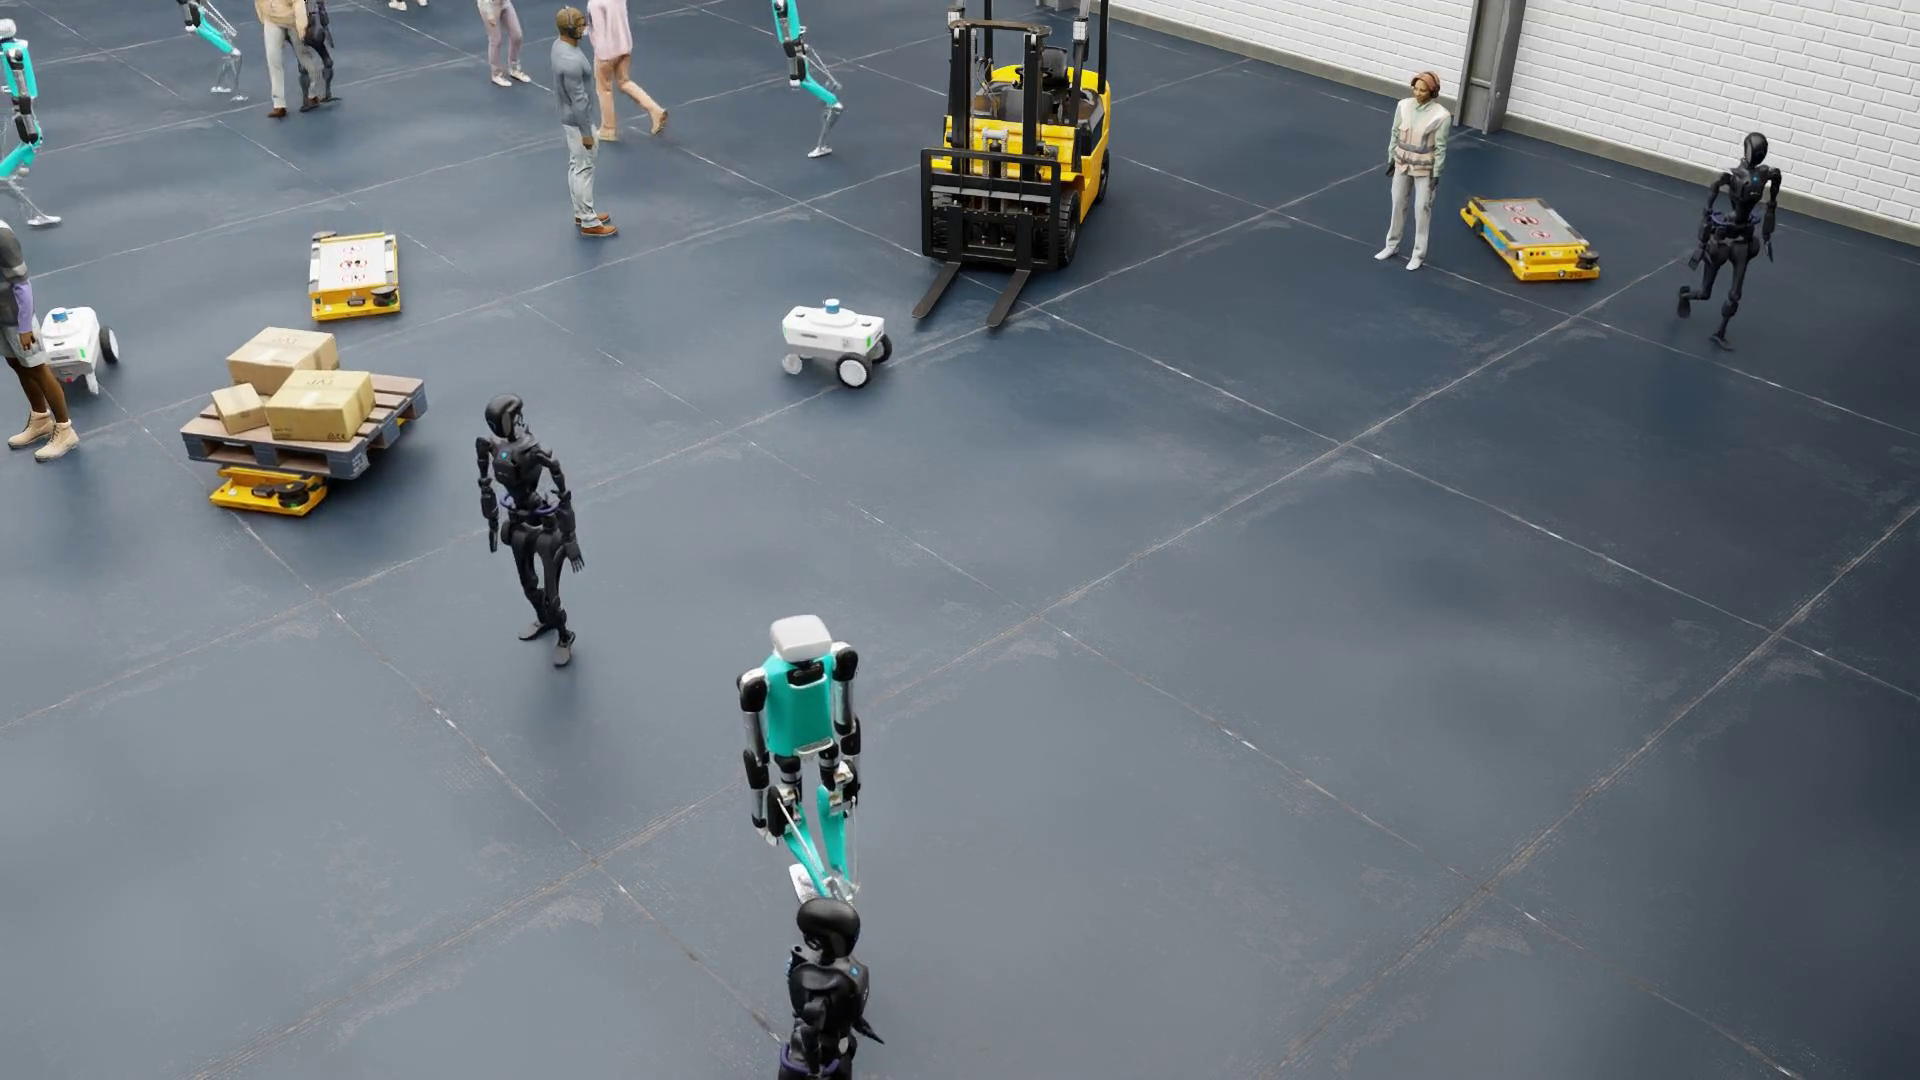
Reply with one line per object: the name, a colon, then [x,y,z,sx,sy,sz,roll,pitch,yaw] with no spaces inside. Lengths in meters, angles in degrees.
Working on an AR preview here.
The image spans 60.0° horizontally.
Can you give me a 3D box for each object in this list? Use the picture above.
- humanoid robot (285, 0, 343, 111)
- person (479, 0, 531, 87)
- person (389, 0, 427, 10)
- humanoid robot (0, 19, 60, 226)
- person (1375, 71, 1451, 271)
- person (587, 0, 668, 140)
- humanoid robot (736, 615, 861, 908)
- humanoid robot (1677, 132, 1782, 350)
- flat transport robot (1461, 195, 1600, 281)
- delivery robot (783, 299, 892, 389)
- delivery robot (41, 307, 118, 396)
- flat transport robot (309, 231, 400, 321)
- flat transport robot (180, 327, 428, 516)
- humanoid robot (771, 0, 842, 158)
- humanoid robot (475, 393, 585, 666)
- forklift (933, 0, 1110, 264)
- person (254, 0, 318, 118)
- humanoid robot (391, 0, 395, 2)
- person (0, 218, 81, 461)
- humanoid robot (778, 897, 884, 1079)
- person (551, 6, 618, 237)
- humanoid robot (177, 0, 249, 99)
humanoid robot: [-6.698,-5.207,16.896,0.599,1.647,0.452,11,35,17]
person: [-4.859,-5.589,17.422,0.506,1.719,0.552,15,36,22]
person: [-6.768,-7.320,19.959,0.458,1.863,0.853,27,42,35]
humanoid robot: [-8.116,-3.443,14.227,0.714,1.912,0.553,-15,36,-22]
person: [3.708,-3.019,13.564,0.315,1.632,0.517,-27,42,-35]
person: [-3.285,-4.705,16.046,0.727,1.757,0.533,12,35,18]
humanoid robot: [-0.575,1.154,7.034,0.552,1.736,0.972,-19,38,-27]
humanoid robot: [5.745,-2.274,12.398,0.614,1.635,0.613,-3,33,-5]
flat transport robot: [4.832,-2.579,14.138,0.659,0.231,1.431,-3,33,-5]
delivery robot: [-0.910,-1.469,12.163,0.784,0.589,0.499,10,34,15]
delivery robot: [-6.447,-1.392,12.043,0.499,0.586,0.765,-10,34,-15]
flat transport robot: [-4.917,-2.176,13.518,0.659,0.231,1.431,-9,34,-14]
flat transport robot: [-4.320,-0.625,11.133,0.659,0.231,1.431,7,34,11]
humanoid robot: [-1.379,-4.453,15.672,0.758,1.780,0.559,-1,33,-1]
humanoid robot: [-2.288,-0.088,9.015,0.610,1.642,0.430,12,35,17]
forklift: [0.570,-3.725,14.138,1.214,2.155,2.313,9,34,13]
person: [-6.835,-5.163,16.660,0.595,1.843,0.855,4,33,7]
humanoid robot: [-7.022,-7.331,20.158,0.531,1.840,0.776,2,33,2]
person: [-6.226,-1.478,10.821,0.605,2.045,0.375,22,39,30]
humanoid robot: [-0.487,1.883,5.994,0.351,1.652,0.601,6,33,8]
person: [-3.210,-3.531,14.071,0.359,1.937,0.636,-12,35,-17]
humanoid robot: [-7.738,-5.441,17.216,0.806,1.798,0.534,-9,34,-13]
